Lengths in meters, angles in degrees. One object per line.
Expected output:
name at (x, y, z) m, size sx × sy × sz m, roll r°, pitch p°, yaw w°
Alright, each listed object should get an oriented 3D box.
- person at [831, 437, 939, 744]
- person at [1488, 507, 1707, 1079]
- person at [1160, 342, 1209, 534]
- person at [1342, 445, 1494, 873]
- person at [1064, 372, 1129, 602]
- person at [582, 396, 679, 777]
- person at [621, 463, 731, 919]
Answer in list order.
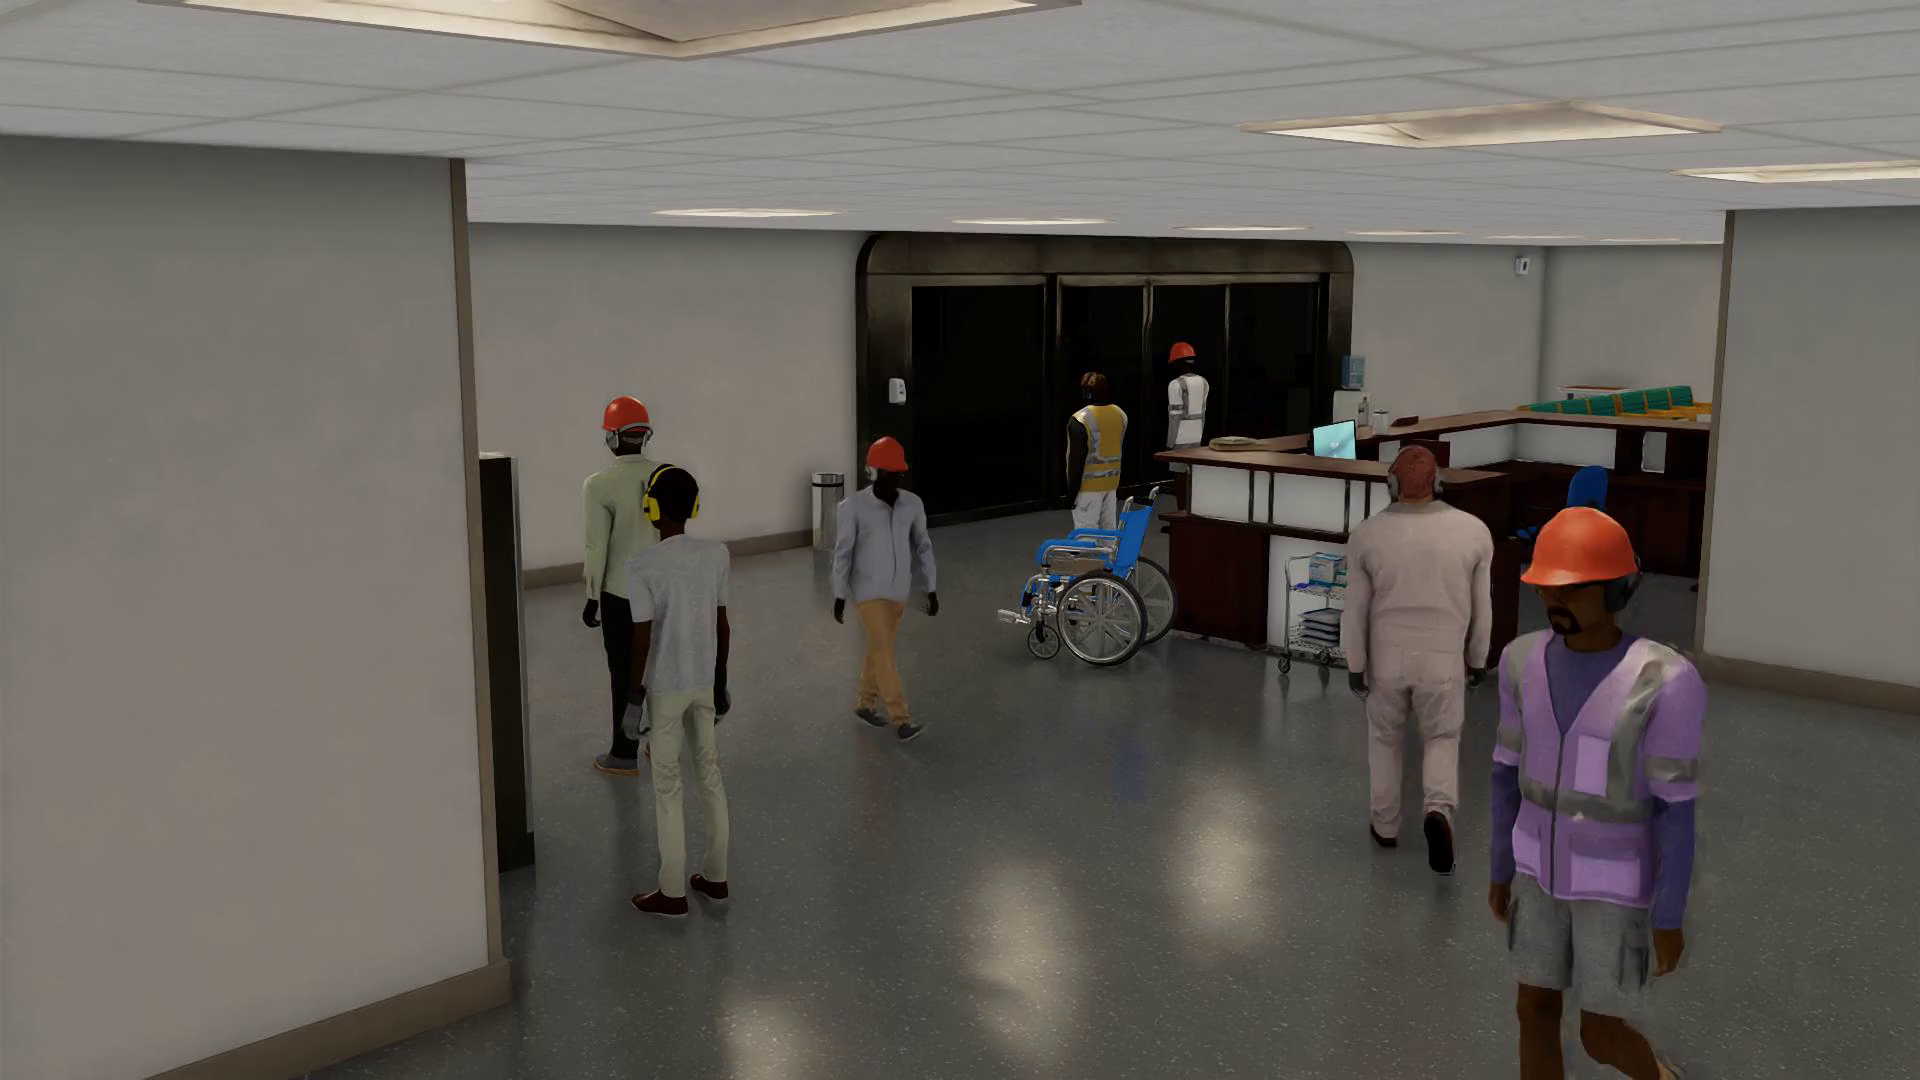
person at (-0.376, 0.279, 9.385) m, size 0.594 × 1.705 × 0.869 m, roll -7°, pitch 12°, yaw -37°
person at (1.763, 0.904, 4.605) m, size 0.607 × 2.026 × 0.621 m, roll -7°, pitch 11°, yaw -36°
person at (2.236, -1.016, 16.679) m, size 0.366 × 1.931 × 0.542 m, roll 9°, pitch 13°, yaw 44°
person at (2.027, 0.521, 7.399) m, size 0.652 × 1.881 × 0.733 m, roll 2°, pitch 9°, yaw 12°
person at (1.054, -0.418, 13.285) m, size 0.429 × 1.844 × 0.624 m, roll 9°, pitch 13°, yaw 44°
person at (-1.719, 0.243, 8.757) m, size 0.377 × 1.995 × 0.608 m, roll 9°, pitch 13°, yaw 44°
person at (-1.165, 0.618, 6.842) m, size 0.329 × 1.872 × 0.508 m, roll 9°, pitch 13°, yaw 44°
